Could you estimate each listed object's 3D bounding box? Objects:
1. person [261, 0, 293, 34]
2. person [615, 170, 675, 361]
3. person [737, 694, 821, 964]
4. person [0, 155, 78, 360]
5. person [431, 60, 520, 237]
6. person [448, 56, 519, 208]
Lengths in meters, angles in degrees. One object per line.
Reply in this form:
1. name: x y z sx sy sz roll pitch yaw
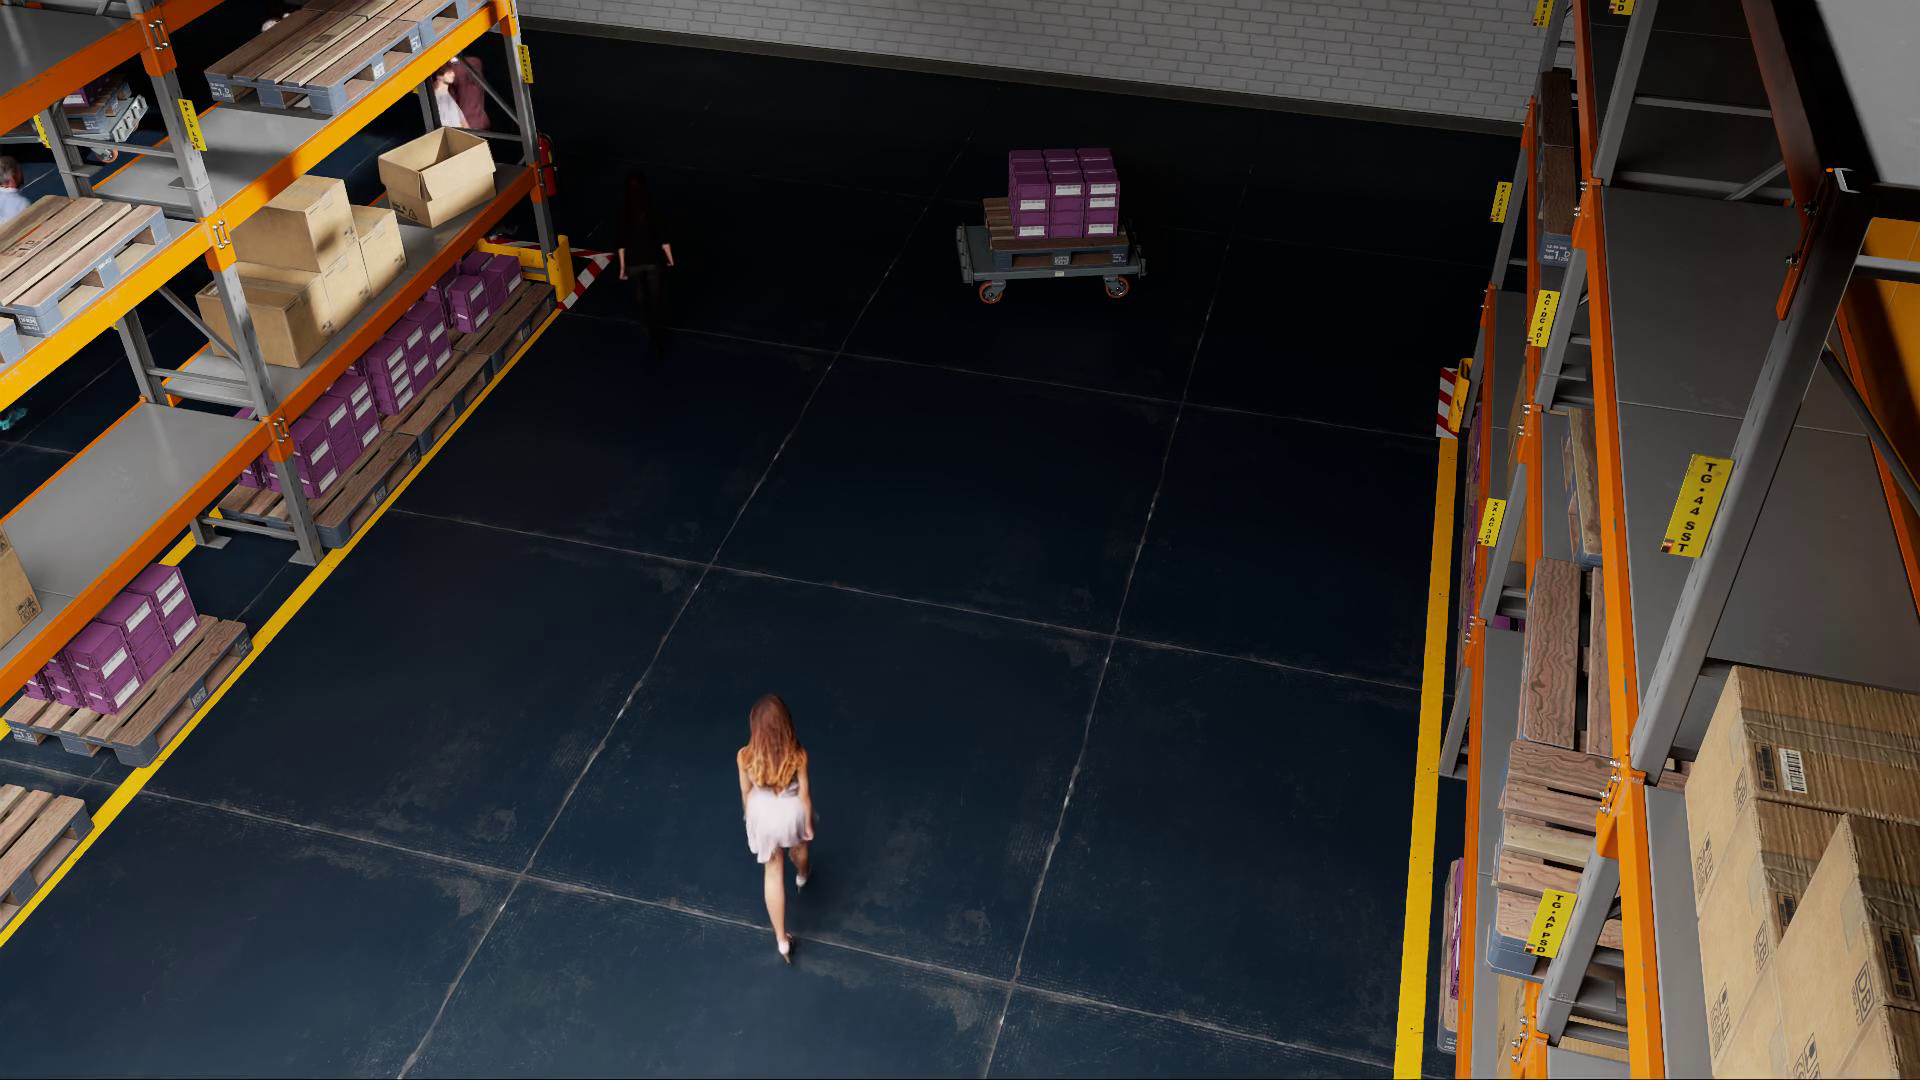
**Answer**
1. person: -6.879 -4.868 17.165 0.833 1.626 0.811 24 44 27
2. person: -2.646 -2.254 13.904 0.769 1.612 0.967 -2 39 -2
3. person: -0.991 1.594 8.988 0.714 1.734 1.008 1 39 1
4. person: -7.742 -2.264 13.766 0.822 1.801 0.977 17 42 21
5. person: -4.811 -3.577 15.403 1.083 1.809 1.063 -16 41 -19
6. person: -4.627 -3.959 15.845 0.979 1.854 1.103 24 44 27
